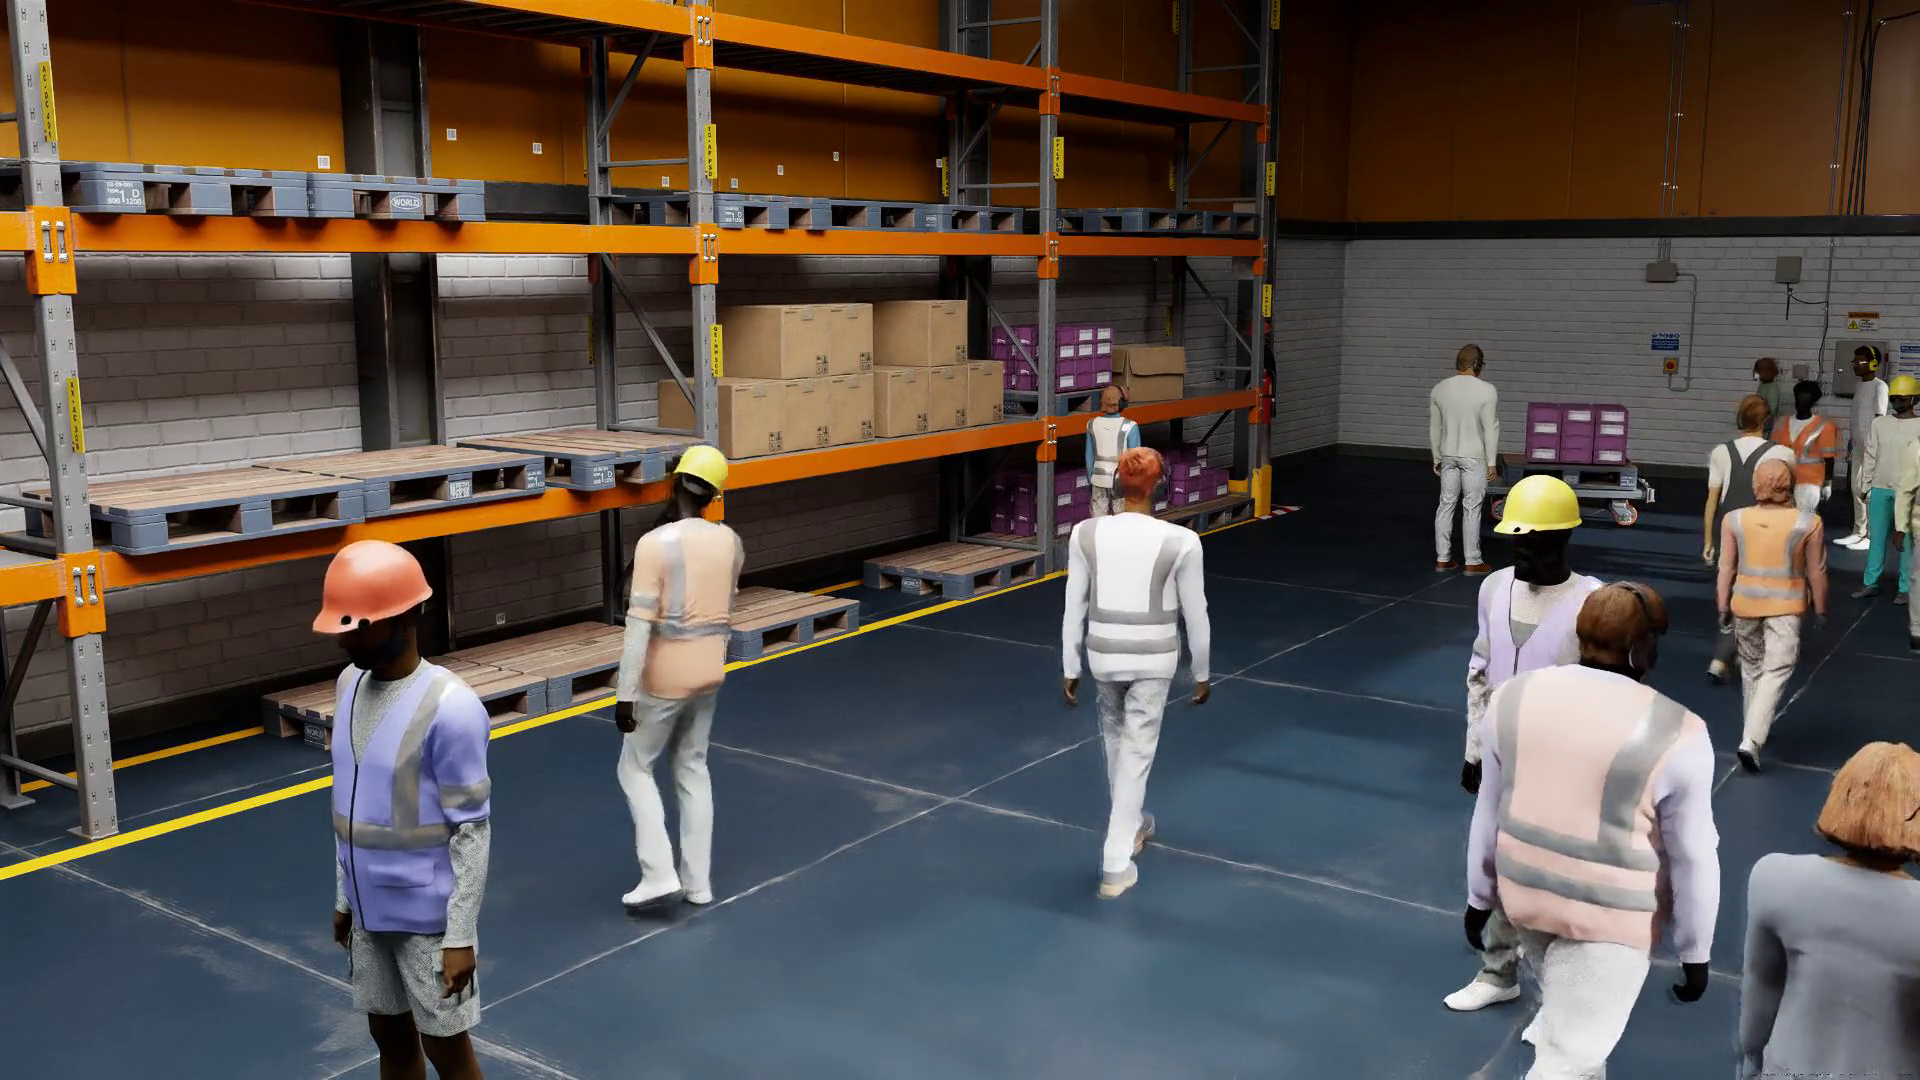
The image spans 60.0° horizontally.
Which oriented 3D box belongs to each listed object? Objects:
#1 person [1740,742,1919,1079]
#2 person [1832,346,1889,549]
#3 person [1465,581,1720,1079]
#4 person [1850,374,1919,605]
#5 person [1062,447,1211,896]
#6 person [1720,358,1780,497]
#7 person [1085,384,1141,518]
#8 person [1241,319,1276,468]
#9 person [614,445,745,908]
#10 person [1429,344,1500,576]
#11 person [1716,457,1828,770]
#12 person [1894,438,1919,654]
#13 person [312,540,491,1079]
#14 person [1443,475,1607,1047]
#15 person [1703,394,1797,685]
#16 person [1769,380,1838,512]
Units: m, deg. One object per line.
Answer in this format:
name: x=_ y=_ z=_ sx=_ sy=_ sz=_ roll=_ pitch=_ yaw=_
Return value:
person: x=1.922 y=1.227 z=3.601 sx=0.505 sy=1.618 sz=0.410 roll=9 pitch=13 yaw=44
person: x=8.260 y=-0.841 z=15.201 sx=0.323 sy=1.862 sz=0.511 roll=1 pitch=10 yaw=4
person: x=1.657 y=1.002 z=4.452 sx=0.923 sy=1.796 sz=0.645 roll=-7 pitch=12 yaw=-36
person: x=7.180 y=-0.387 z=12.765 sx=0.309 sy=1.769 sz=0.524 roll=-7 pitch=12 yaw=-34
person: x=0.788 y=0.520 z=7.108 sx=0.596 sy=1.842 sz=0.903 roll=4 pitch=10 yaw=24
person: x=8.703 y=-1.186 z=18.060 sx=0.865 sy=1.577 sz=0.521 roll=1 pitch=10 yaw=8
person: x=1.231 y=-0.428 z=13.377 sx=0.514 sy=1.641 sz=0.309 roll=7 pitch=12 yaw=36
person: x=3.331 y=-1.487 z=18.637 sx=0.402 sy=1.990 sz=0.622 roll=3 pitch=10 yaw=17
person: x=-1.141 y=0.566 z=6.770 sx=0.393 sy=1.877 sz=0.701 roll=7 pitch=12 yaw=36
person: x=4.226 y=-0.669 z=13.944 sx=0.372 sy=1.934 sz=0.627 roll=-9 pitch=13 yaw=-42
person: x=4.216 y=0.373 z=8.695 sx=0.514 sy=1.606 sz=0.810 roll=9 pitch=13 yaw=42
person: x=6.410 y=-0.068 z=10.814 sx=0.611 sy=1.778 sz=0.940 roll=4 pitch=10 yaw=24
person: x=-1.457 y=0.947 z=4.324 sx=0.543 sy=1.932 sz=0.370 roll=6 pitch=11 yaw=34
person: x=1.932 y=0.735 z=5.601 sx=0.383 sy=1.924 sz=0.594 roll=-6 pitch=11 yaw=-33
person: x=4.927 y=-0.009 z=10.434 sx=0.966 sy=1.806 sz=0.510 roll=-9 pitch=13 yaw=-42
person: x=6.695 y=-0.453 z=13.396 sx=0.604 sy=1.670 sz=0.555 roll=-4 pitch=10 yaw=-21
